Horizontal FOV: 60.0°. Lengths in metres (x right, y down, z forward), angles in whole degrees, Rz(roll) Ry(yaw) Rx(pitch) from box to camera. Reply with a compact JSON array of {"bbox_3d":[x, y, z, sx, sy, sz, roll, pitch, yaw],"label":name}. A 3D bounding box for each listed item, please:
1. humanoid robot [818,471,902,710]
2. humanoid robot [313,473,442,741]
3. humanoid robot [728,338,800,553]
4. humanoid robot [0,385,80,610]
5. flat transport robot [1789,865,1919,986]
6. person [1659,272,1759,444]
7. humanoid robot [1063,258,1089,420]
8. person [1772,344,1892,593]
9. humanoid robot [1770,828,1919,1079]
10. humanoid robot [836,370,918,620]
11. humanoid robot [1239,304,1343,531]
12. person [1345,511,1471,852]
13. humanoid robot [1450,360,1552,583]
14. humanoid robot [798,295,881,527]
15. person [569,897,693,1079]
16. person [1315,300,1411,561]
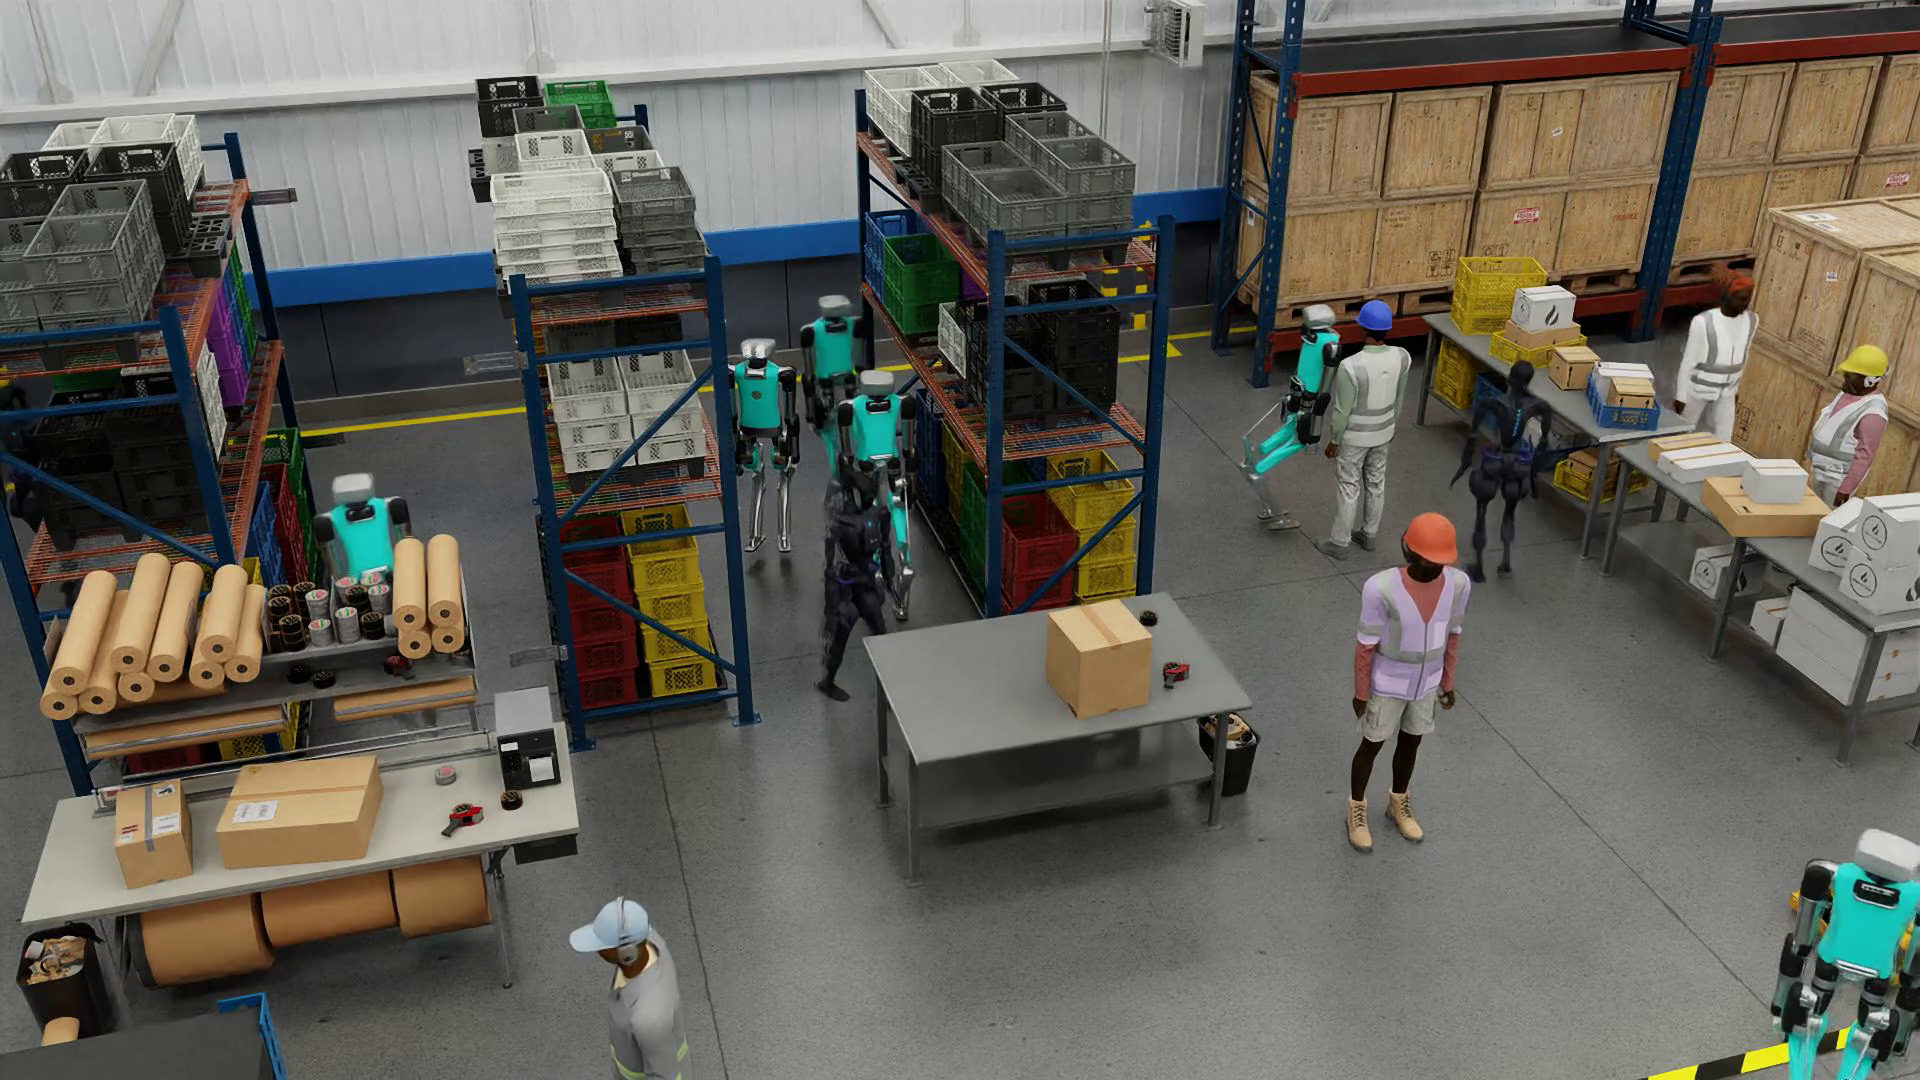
[{"bbox_3d":[-0.602,0.338,10.121,0.772,1.622,0.593,23,36,35],"label":"humanoid robot"},{"bbox_3d":[-3.321,0.567,9.690,0.538,1.858,0.780,-13,31,-22],"label":"humanoid robot"},{"bbox_3d":[-1.364,-0.729,11.823,0.533,1.677,0.735,2,29,3],"label":"humanoid robot"},{"bbox_3d":[-6.236,-0.280,11.238,0.591,1.626,0.754,-3,29,-5],"label":"humanoid robot"},{"bbox_3d":[5.163,1.916,8.676,1.431,0.231,0.659,-8,30,-14],"label":"flat transport robot"},{"bbox_3d":[5.684,-1.184,12.673,0.597,1.845,0.894,-6,29,-11],"label":"person"},{"bbox_3d":[0.945,-1.703,13.789,0.401,1.645,0.610,0,29,0],"label":"humanoid robot"},{"bbox_3d":[6.012,-0.486,11.419,0.404,1.835,0.589,3,29,6],"label":"person"},{"bbox_3d":[3.603,2.088,6.827,0.566,1.752,0.771,14,32,24],"label":"humanoid robot"},{"bbox_3d":[-0.491,-0.217,10.981,0.530,1.746,0.689,-7,30,-13],"label":"humanoid robot"},{"bbox_3d":[2.338,-0.873,12.120,0.739,1.694,0.535,-5,29,-10],"label":"humanoid robot"},{"bbox_3d":[2.399,0.762,8.935,0.605,2.045,0.368,-6,29,-12],"label":"person"},{"bbox_3d":[3.746,-0.479,11.570,0.600,1.655,0.334,3,29,6],"label":"humanoid robot"},{"bbox_3d":[-0.793,-0.852,12.239,0.536,1.784,0.992,-14,32,-23],"label":"humanoid robot"},{"bbox_3d":[-1.261,2.152,6.602,0.396,1.850,0.596,-8,30,-14],"label":"person"},{"bbox_3d":[2.864,-0.770,11.820,0.604,1.948,0.389,-14,32,-24],"label":"person"}]
